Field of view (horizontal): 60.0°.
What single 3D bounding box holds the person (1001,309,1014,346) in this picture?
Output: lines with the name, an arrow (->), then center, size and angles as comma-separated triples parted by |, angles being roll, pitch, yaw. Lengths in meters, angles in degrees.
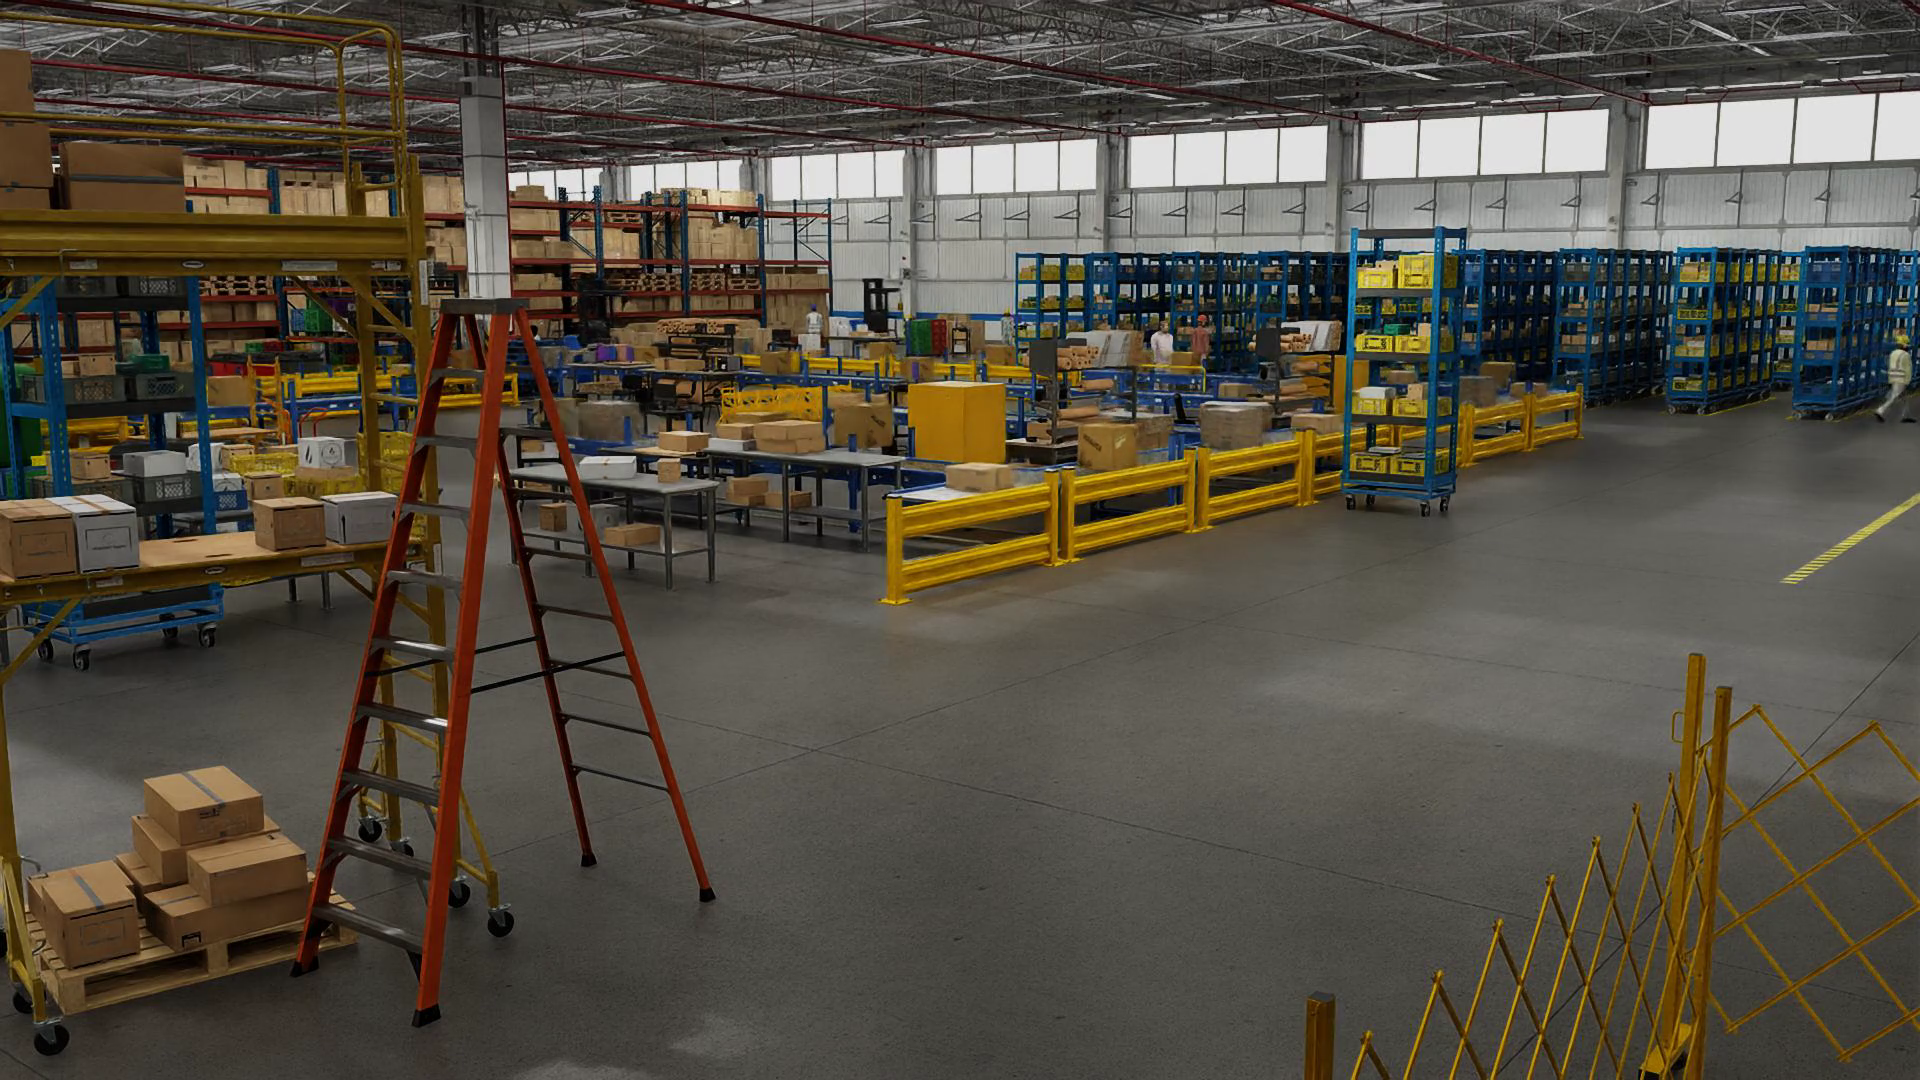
person -> 1.757, -7.732, 61.864 | 0.480, 1.732, 0.352 | 1, 9, 3

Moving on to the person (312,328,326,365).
person -> -16.494, -4.700, 42.754 | 0.609, 1.783, 0.934 | 8, 12, 40

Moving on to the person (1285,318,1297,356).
person -> 9.125, -5.200, 45.764 | 0.585, 1.826, 0.530 | 8, 12, 43

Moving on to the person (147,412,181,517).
person -> -9.820, -1.182, 20.668 | 0.631, 1.849, 0.507 | 3, 10, 18

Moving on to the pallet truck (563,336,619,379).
pallet truck -> -10.690, -5.294, 48.215 | 1.601, 1.201, 0.680 | -5, 10, -26

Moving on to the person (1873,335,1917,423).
person -> 18.963, -3.247, 33.640 | 0.866, 1.803, 0.594 | 1, 9, 5

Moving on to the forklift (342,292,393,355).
forklift -> -16.485, -5.622, 45.120 | 1.129, 2.768, 1.873 | 7, 11, 37

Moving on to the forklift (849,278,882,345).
forklift -> -3.671, -9.569, 69.753 | 1.873, 2.768, 1.129 | 7, 11, 37

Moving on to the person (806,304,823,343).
person -> -5.322, -7.650, 60.710 | 0.621, 1.934, 0.602 | 2, 9, 10

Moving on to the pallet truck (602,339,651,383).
pallet truck -> -8.991, -4.871, 45.351 | 0.653, 1.274, 1.630 | 7, 11, 37

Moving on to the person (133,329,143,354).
person -> -21.419, -4.713, 43.474 | 0.844, 1.589, 0.500 | -4, 10, -24

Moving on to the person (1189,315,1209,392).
person -> 6.157, -4.767, 42.583 | 0.416, 1.984, 0.615 | -6, 11, -34

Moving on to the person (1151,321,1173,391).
person -> 4.882, -4.307, 39.927 | 0.651, 1.913, 0.410 | -6, 11, -33

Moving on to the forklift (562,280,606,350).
forklift -> -11.548, -6.755, 52.188 | 1.873, 2.768, 1.129 | 7, 11, 37

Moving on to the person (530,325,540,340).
person -> -11.207, -4.841, 43.986 | 0.326, 1.687, 0.542 | -4, 10, -22
